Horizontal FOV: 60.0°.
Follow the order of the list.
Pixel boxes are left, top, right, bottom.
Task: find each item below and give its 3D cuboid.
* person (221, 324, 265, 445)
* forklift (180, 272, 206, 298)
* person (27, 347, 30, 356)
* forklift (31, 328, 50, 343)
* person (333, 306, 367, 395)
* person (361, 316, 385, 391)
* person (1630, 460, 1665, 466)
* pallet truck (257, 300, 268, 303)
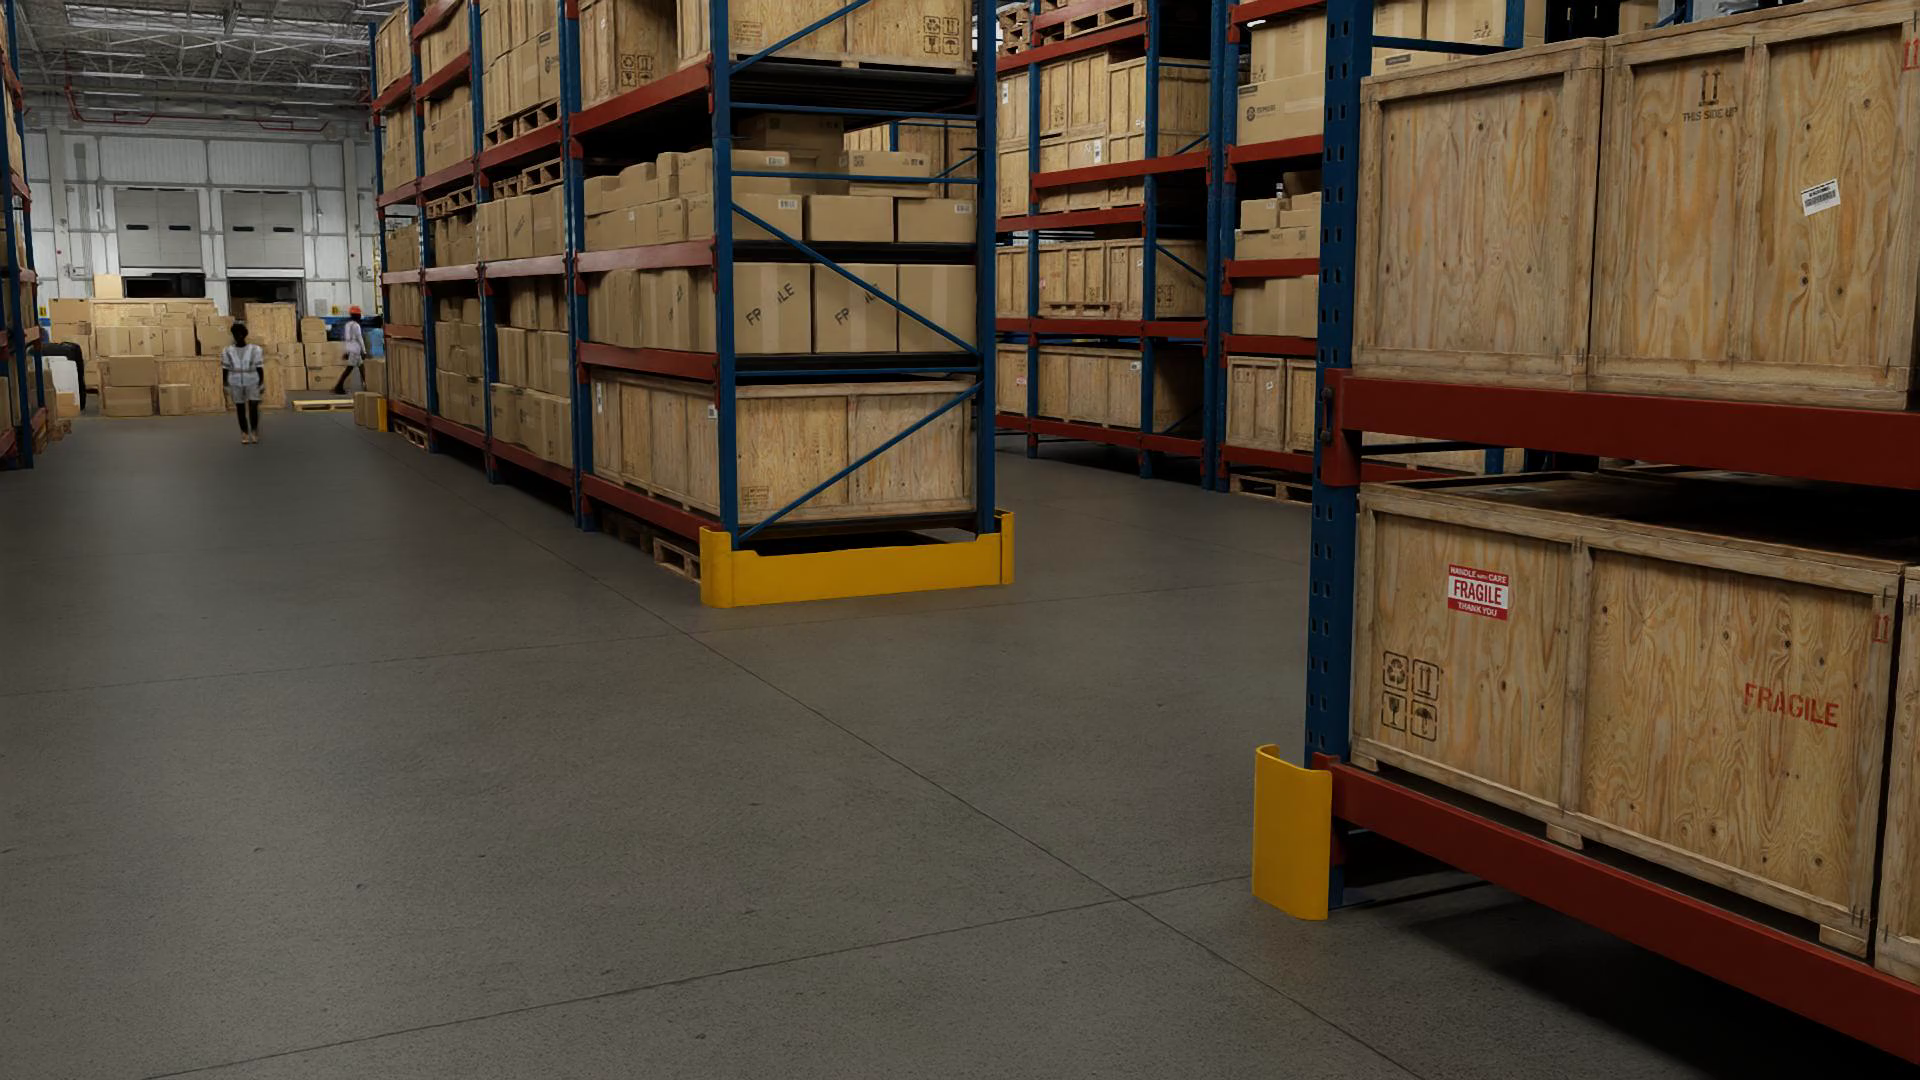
[{"bbox_3d":[-9.888,-2.137,22.916,0.553,1.672,0.563,-2,9,-14],"label":"person"},{"bbox_3d":[-23.404,-6.797,50.961,1.873,2.768,1.129,1,8,5],"label":"forklift"},{"bbox_3d":[-14.798,-2.557,26.086,0.808,1.606,0.523,3,9,22],"label":"person"},{"bbox_3d":[-28.778,-6.719,50.422,1.873,2.768,1.129,-3,9,-19],"label":"forklift"},{"bbox_3d":[-12.858,-4.021,35.257,1.029,1.890,0.561,-7,11,-39],"label":"person"},{"bbox_3d":[-12.694,-4.047,36.168,0.830,1.665,0.529,-8,11,-43],"label":"person"},{"bbox_3d":[5.212,-0.657,12.227,0.547,1.824,0.654,-7,11,-40],"label":"person"},{"bbox_3d":[-23.913,-7.404,58.171,1.885,1.965,0.823,-1,8,-9],"label":"pallet truck"}]
